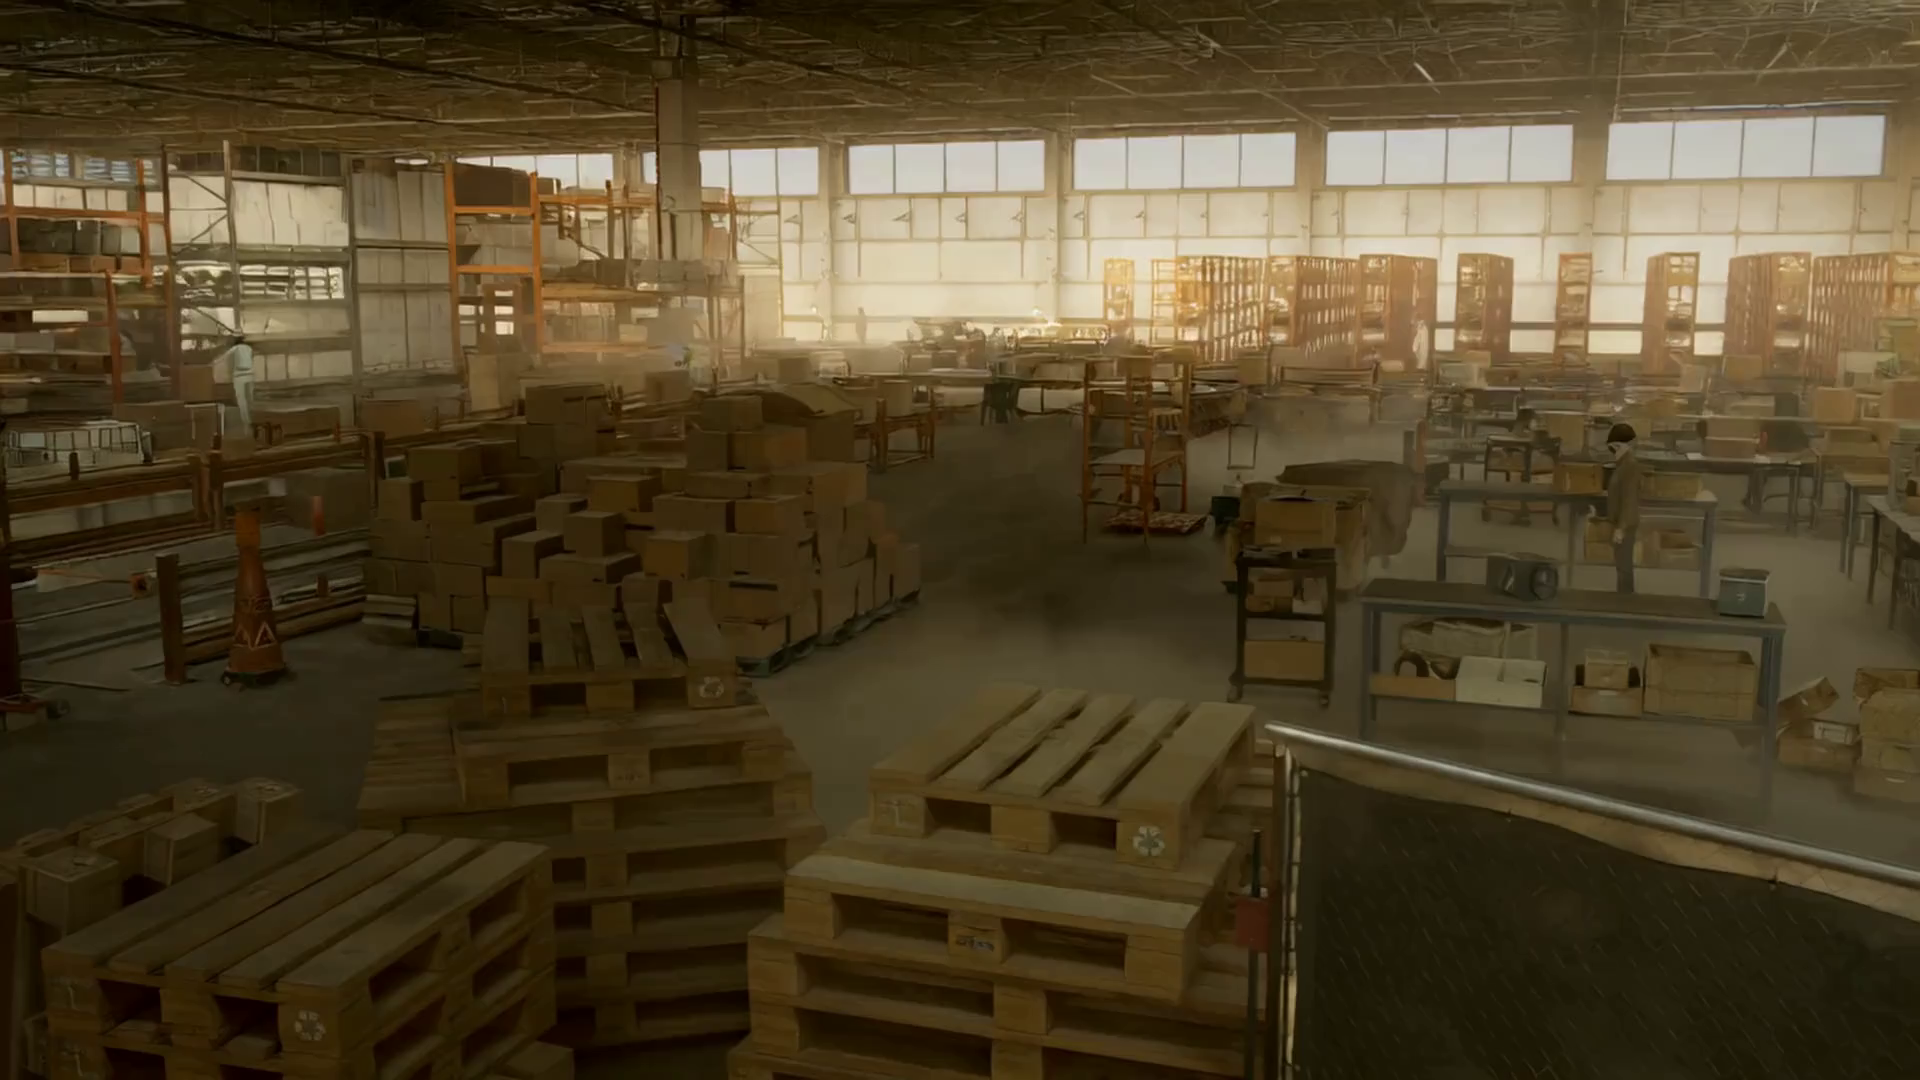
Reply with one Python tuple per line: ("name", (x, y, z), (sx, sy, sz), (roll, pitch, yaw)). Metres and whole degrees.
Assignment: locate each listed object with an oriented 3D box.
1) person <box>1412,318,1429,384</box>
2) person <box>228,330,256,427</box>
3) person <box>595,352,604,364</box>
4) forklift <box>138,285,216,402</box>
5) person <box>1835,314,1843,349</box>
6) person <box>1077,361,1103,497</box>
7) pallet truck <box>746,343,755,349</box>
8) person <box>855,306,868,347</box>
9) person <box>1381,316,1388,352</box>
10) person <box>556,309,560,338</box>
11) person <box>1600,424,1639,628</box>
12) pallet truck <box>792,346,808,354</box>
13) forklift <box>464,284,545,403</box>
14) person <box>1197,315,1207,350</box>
("person", (12.039, -4.842, 43.547), (0.403, 1.904, 0.651), (3, 10, 20))
("person", (-14.358, -3.219, 33.226), (0.409, 1.943, 0.615), (3, 10, 20))
("person", (-11.218, -6.081, 51.564), (0.404, 1.827, 0.600), (3, 10, 20))
("forklift", (-17.480, -4.200, 36.462), (1.873, 2.768, 1.129), (3, 10, 20))
("person", (30.084, -6.936, 57.001), (0.423, 1.819, 0.606), (3, 10, 19))
("person", (1.792, -1.520, 22.811), (0.310, 1.864, 0.533), (3, 10, 20))
("pallet truck", (-6.183, -4.618, 44.264), (1.601, 1.201, 0.680), (-9, 12, -43))
("person", (-3.598, -7.502, 60.247), (0.403, 1.904, 0.651), (3, 10, 20))
("person", (13.210, -6.109, 51.696), (0.373, 1.840, 0.570), (3, 10, 20))
("person", (-14.434, -7.454, 60.183), (0.404, 1.827, 0.600), (3, 10, 20))
("person", (5.676, -0.121, 14.341), (0.331, 1.765, 0.533), (3, 10, 20))
("pallet truck", (-3.705, -4.298, 42.022), (0.653, 1.274, 1.630), (3, 10, 20))
("forklift", (-10.832, -4.702, 39.610), (1.129, 2.768, 1.873), (3, 10, 20))
("person", (8.297, -6.906, 57.048), (0.416, 1.740, 0.573), (3, 9, 17))
